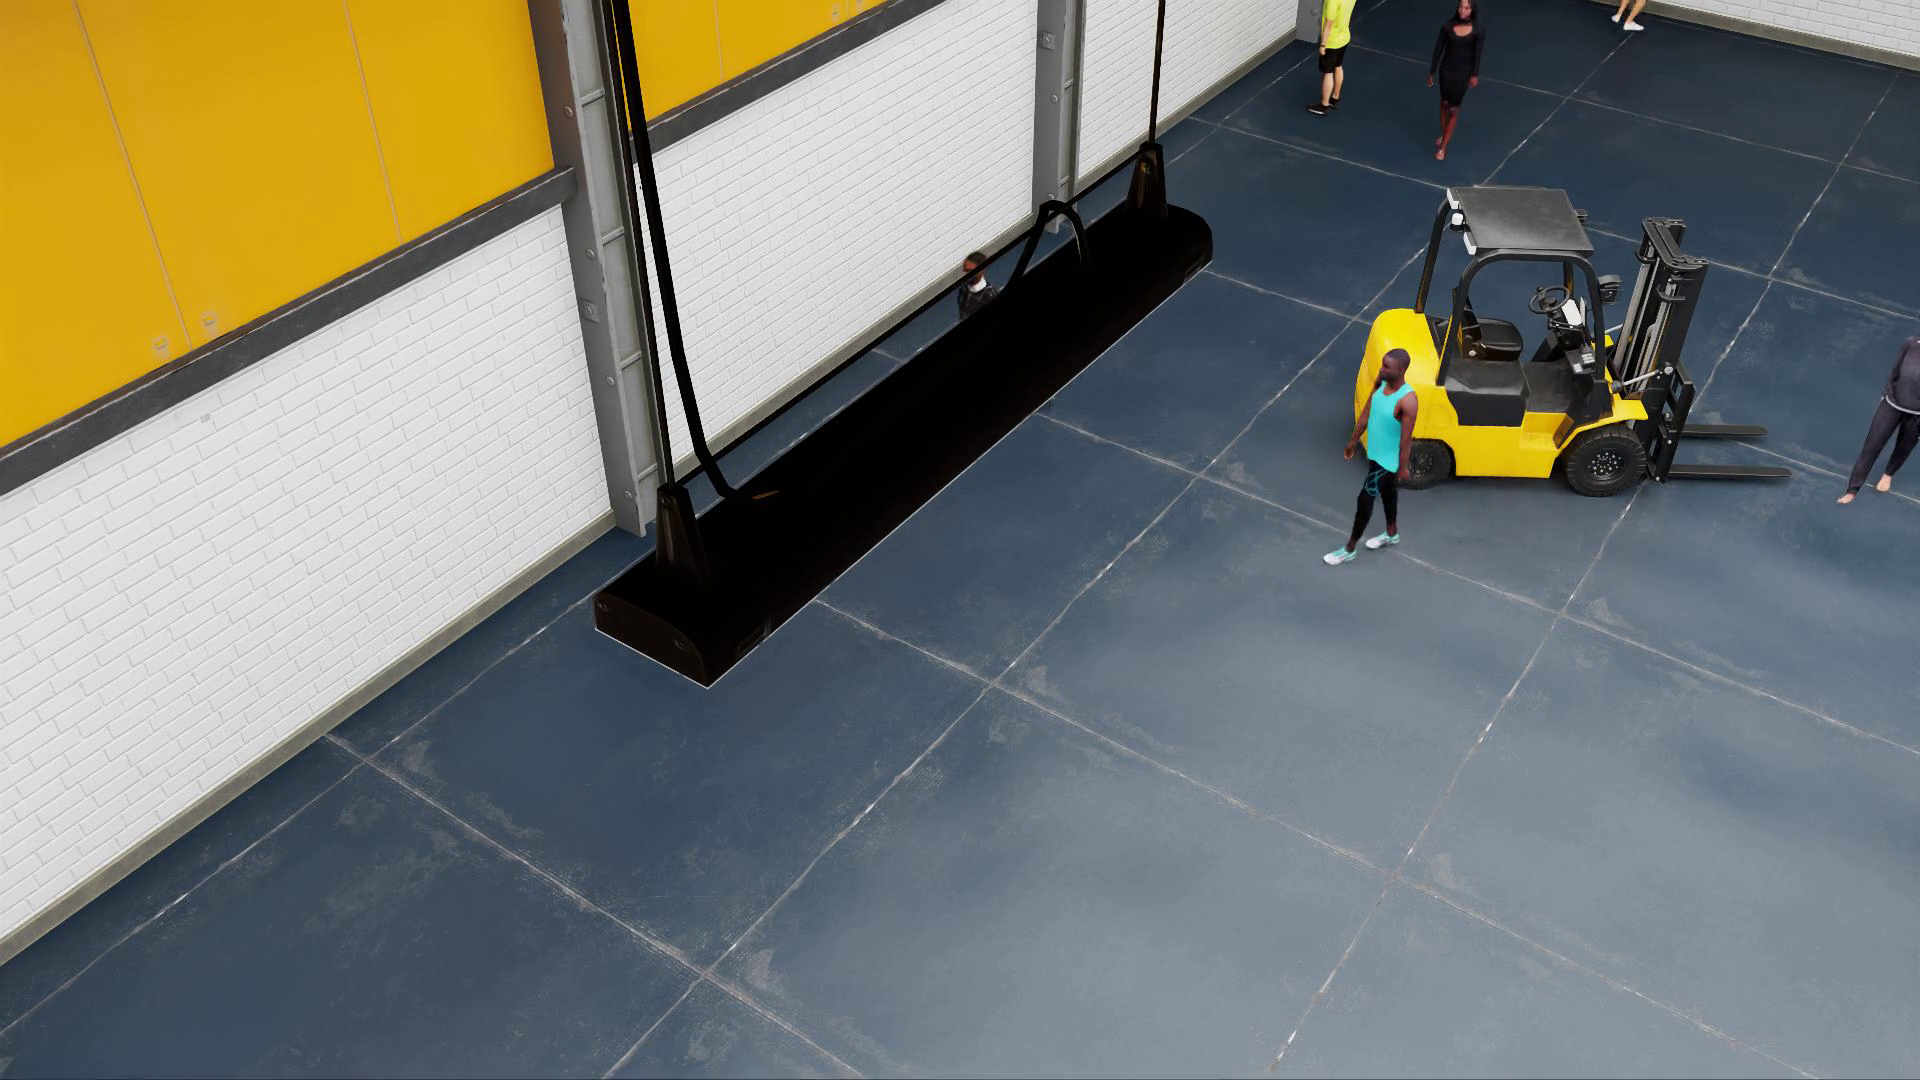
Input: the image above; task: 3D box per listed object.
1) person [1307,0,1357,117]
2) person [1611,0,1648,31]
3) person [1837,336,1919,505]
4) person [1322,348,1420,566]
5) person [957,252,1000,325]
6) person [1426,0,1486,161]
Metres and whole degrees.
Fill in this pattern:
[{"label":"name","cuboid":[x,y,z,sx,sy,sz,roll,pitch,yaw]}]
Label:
[{"label":"person","cuboid":[4.198,-5.608,18.546,0.707,1.708,0.515,28,46,30]},{"label":"person","cuboid":[8.461,-7.064,20.385,0.832,1.688,0.840,-27,46,-29]},{"label":"person","cuboid":[7.371,-1.060,12.863,0.696,1.692,1.049,28,46,30]},{"label":"person","cuboid":[3.229,-0.645,12.269,1.021,1.786,0.939,-8,39,-10]},{"label":"person","cuboid":[0.210,-1.534,13.370,1.060,1.799,0.896,-24,44,-27]},{"label":"person","cuboid":[5.316,-4.999,17.792,0.706,1.697,0.992,19,42,22]}]
